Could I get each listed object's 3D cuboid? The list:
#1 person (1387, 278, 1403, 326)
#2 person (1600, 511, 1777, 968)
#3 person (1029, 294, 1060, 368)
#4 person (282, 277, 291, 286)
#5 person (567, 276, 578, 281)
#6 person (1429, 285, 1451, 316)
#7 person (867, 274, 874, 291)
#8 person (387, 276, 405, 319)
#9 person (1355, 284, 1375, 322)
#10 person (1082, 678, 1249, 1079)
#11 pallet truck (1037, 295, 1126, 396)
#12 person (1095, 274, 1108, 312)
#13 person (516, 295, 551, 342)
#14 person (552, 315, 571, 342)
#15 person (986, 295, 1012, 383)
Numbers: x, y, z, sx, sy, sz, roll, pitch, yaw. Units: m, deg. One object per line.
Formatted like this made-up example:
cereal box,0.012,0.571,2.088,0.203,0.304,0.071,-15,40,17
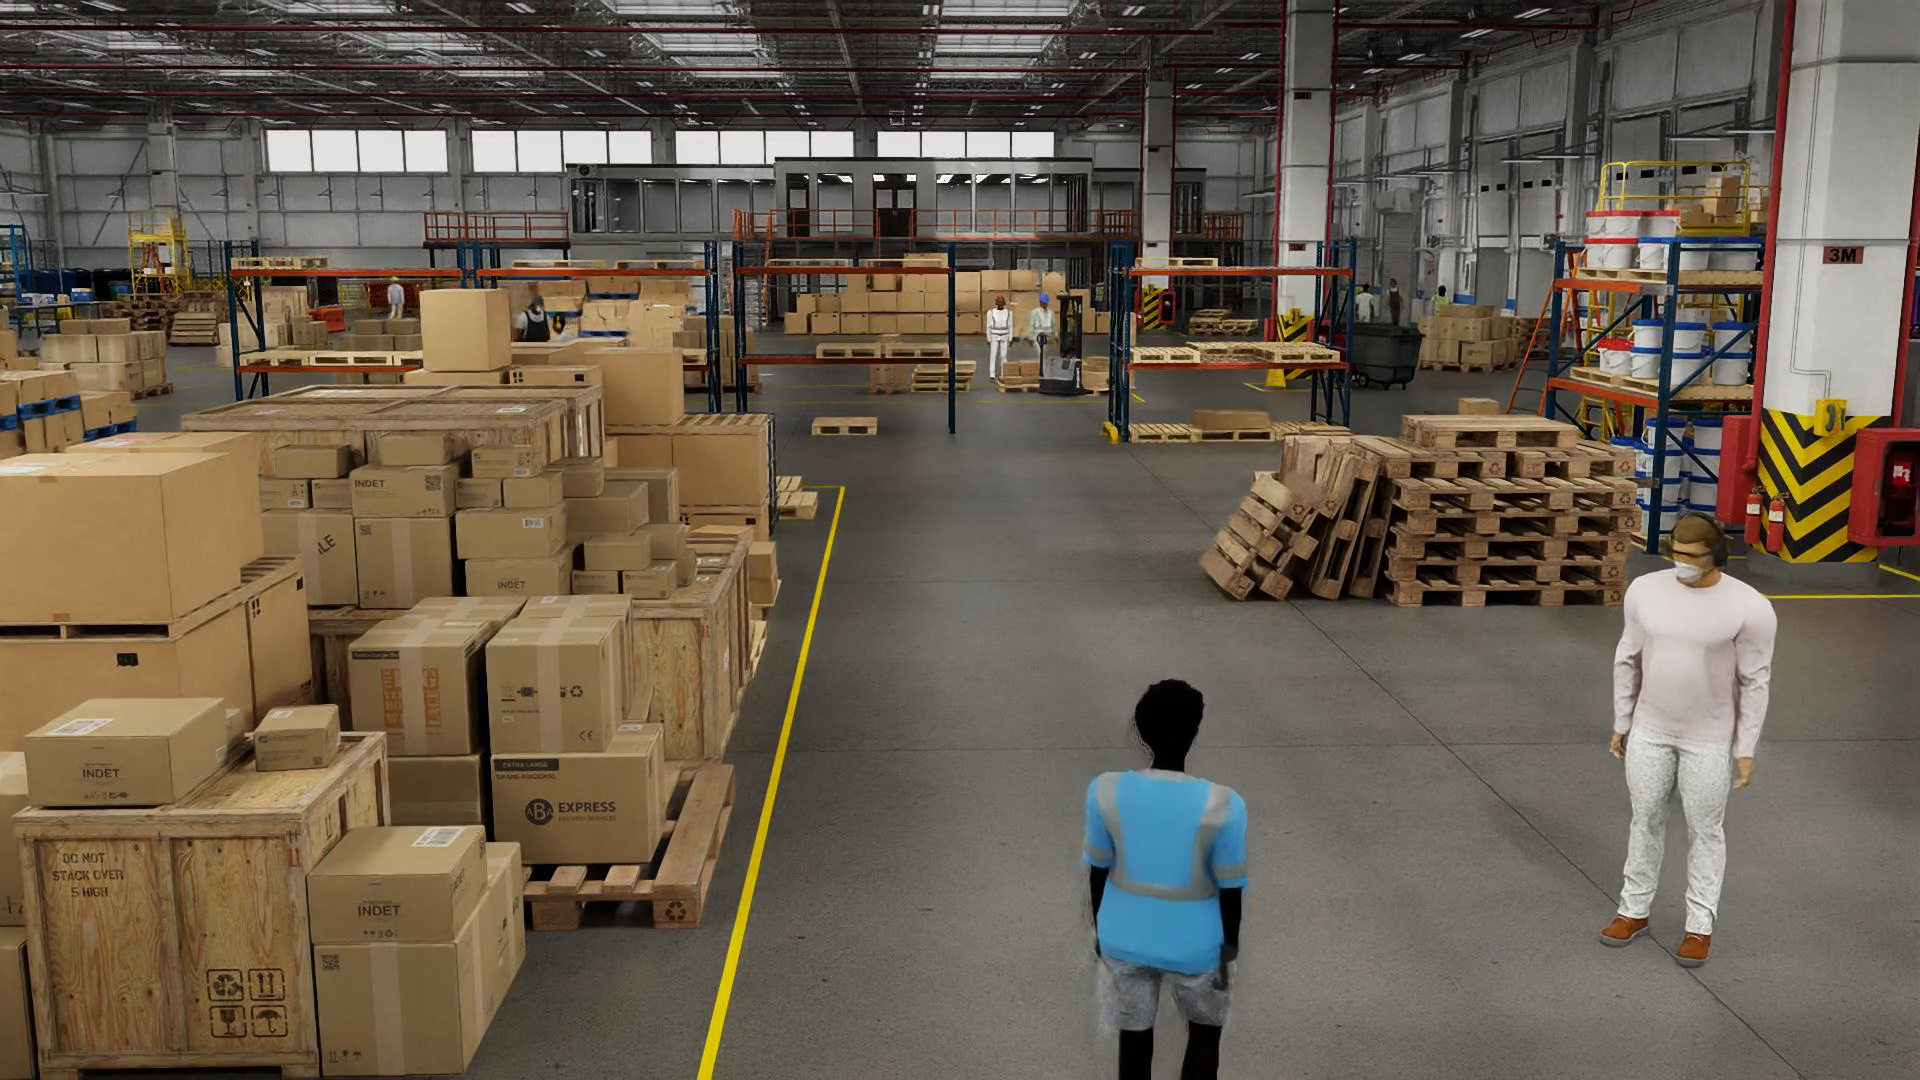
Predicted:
person,14.583,-7.875,55.813,0.566,1.812,0.454,2,10,12
person,3.056,0.825,7.023,0.627,1.934,0.370,9,14,42
person,1.869,-4.373,36.037,0.618,1.898,0.960,-7,12,-34
person,-24.681,-8.773,61.025,0.490,1.741,0.323,-2,10,-10
person,-12.592,-7.664,54.179,0.571,1.974,0.662,-8,13,-39
person,13.203,-6.069,45.689,0.627,1.844,0.429,-2,10,-9
person,-3.331,-8.491,58.953,0.539,1.930,0.387,-3,11,-17
person,-20.089,-8.494,59.268,0.603,1.820,0.522,1,10,4
person,11.729,-6.502,48.184,0.555,1.823,0.994,3,11,18
person,0.643,1.266,5.250,0.537,1.686,0.363,3,11,16
pallet truck,2.483,-3.881,33.060,1.885,1.965,0.823,-7,13,-36
person,4.927,-8.294,57.907,0.388,1.911,0.585,-7,12,-32
person,-8.685,-4.034,33.794,0.713,2.000,1.076,-6,12,-30
person,-6.598,-2.833,27.741,0.998,1.826,0.543,0,10,-1
person,0.856,-4.335,35.910,0.573,1.883,0.356,-2,10,-11
